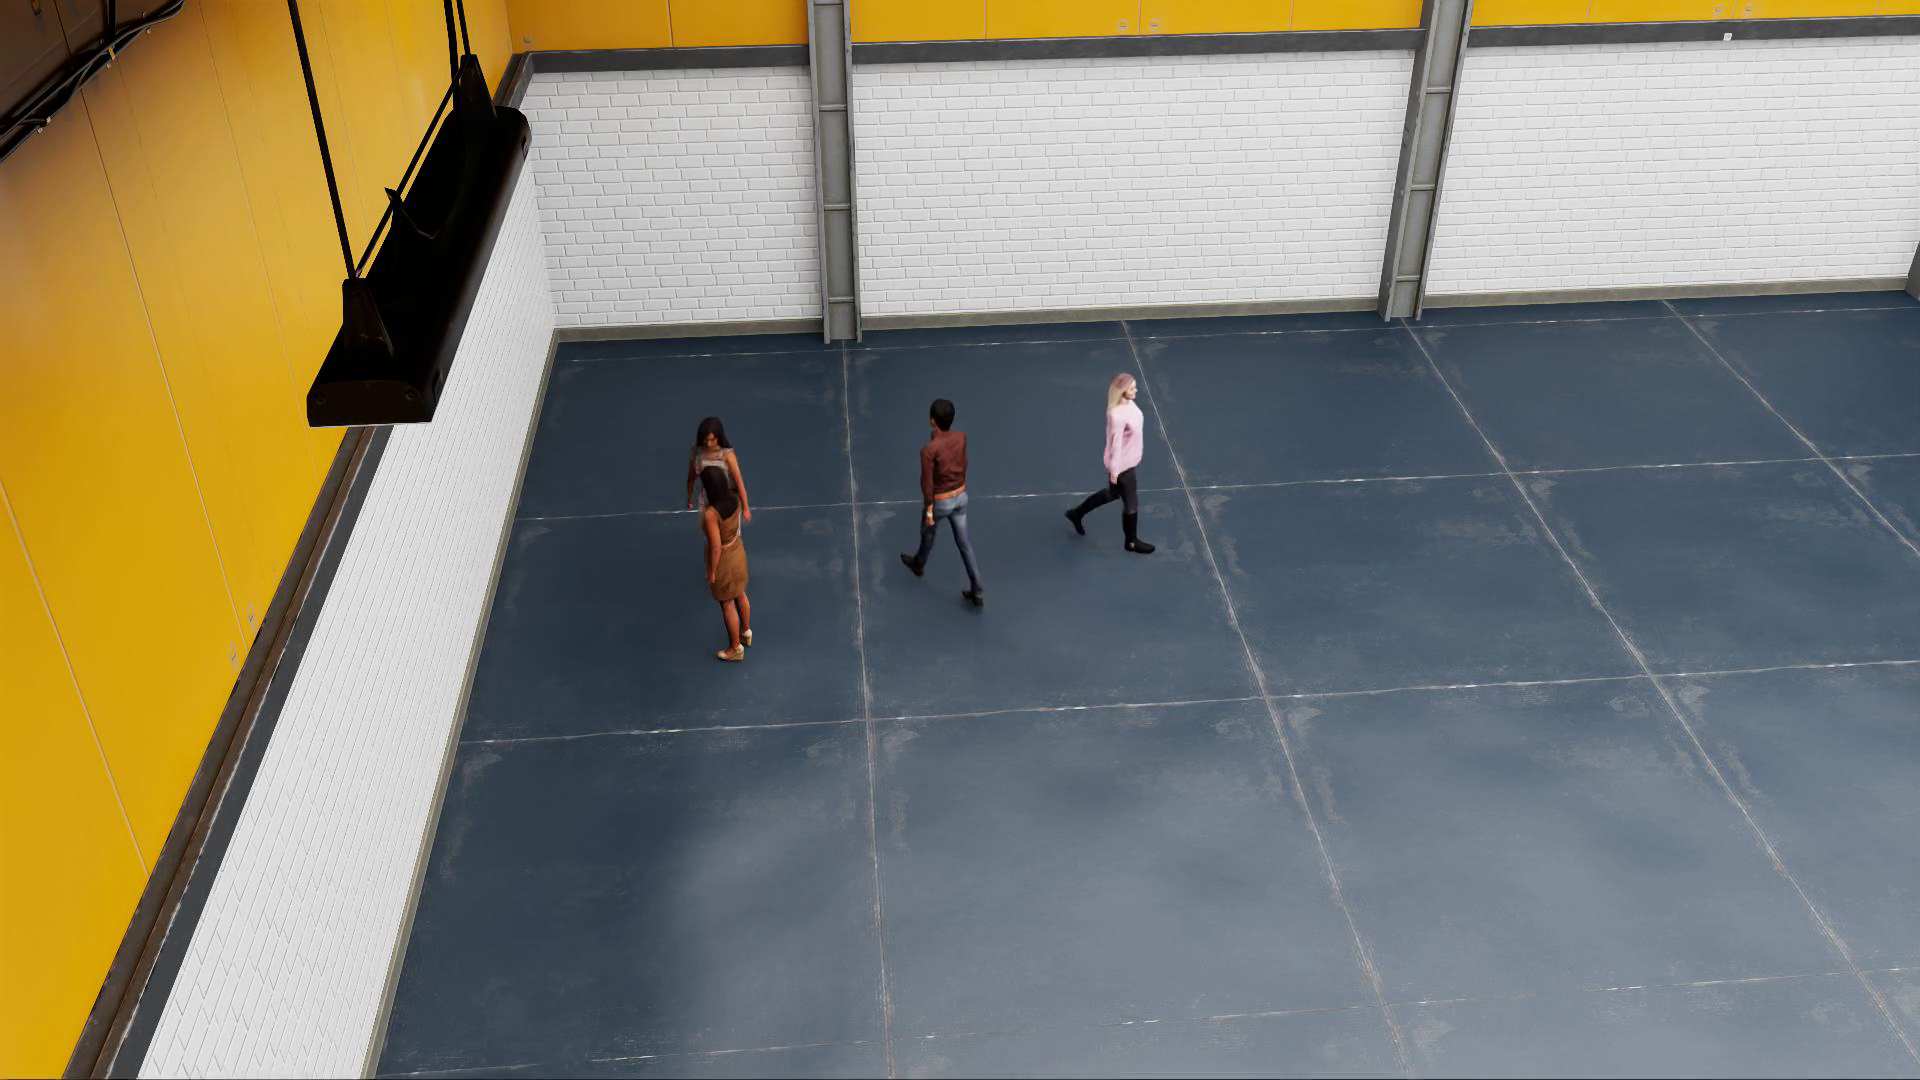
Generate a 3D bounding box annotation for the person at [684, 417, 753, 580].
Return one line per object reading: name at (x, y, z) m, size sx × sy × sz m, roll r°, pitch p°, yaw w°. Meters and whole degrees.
person at (-1.855, -0.321, 13.318) m, size 0.806 × 1.622 × 0.903 m, roll 24°, pitch 40°, yaw 31°

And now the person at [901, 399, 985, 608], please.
person at (-0.041, -0.251, 13.115) m, size 1.199 × 1.729 × 1.145 m, roll -24°, pitch 41°, yaw -32°

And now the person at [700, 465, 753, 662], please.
person at (-1.765, 0.170, 12.520) m, size 0.624 × 1.686 × 0.635 m, roll 9°, pitch 35°, yaw 14°

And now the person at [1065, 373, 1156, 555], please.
person at (1.261, -0.653, 13.777) m, size 1.094 × 1.666 × 0.790 m, roll 7°, pitch 34°, yaw 11°
